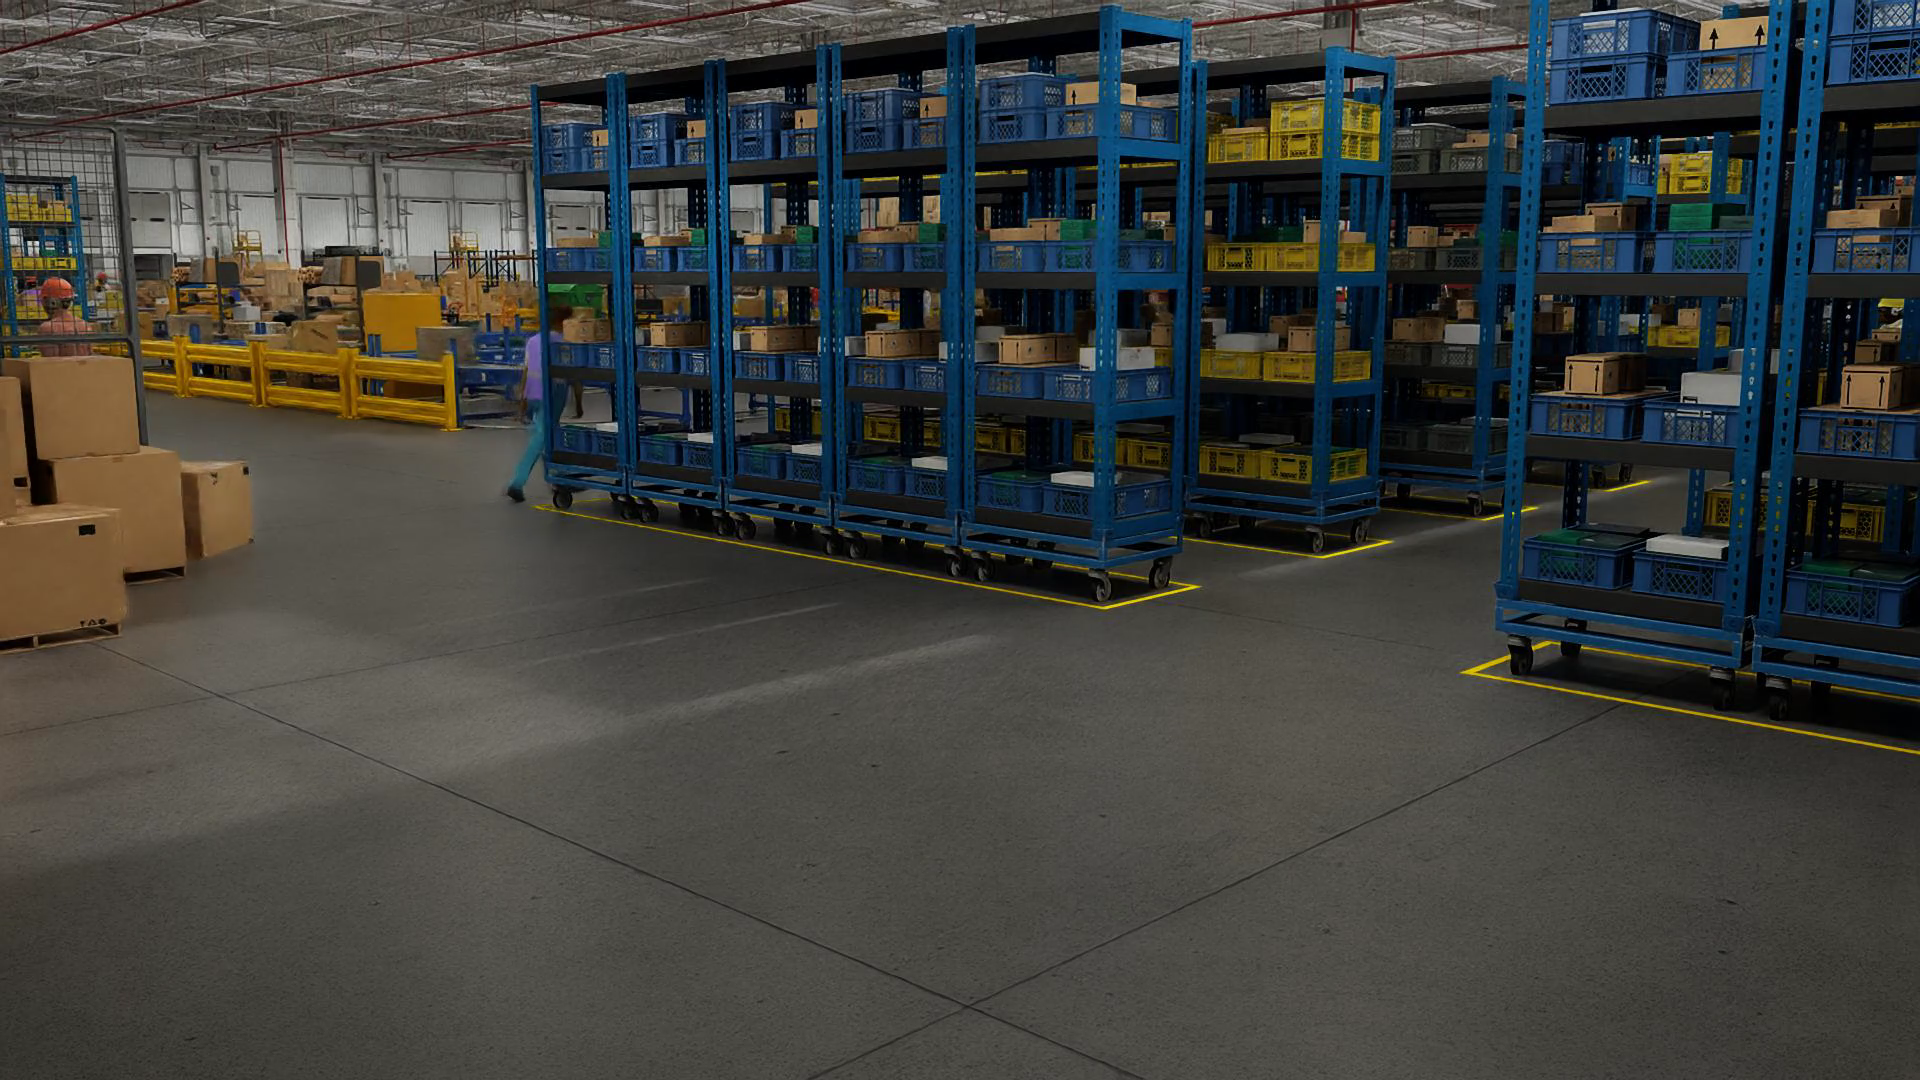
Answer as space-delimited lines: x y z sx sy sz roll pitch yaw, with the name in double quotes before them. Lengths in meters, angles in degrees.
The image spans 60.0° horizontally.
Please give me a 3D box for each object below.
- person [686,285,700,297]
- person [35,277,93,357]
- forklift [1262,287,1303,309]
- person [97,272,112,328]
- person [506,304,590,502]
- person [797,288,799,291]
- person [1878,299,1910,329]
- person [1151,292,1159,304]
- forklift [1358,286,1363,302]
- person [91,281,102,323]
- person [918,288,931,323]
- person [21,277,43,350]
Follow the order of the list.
"person" -7.846 -6.913 49.362 0.649 1.890 0.564 -8 12 -39
"person" -7.786 -1.282 14.503 0.371 1.997 0.622 1 9 8
"forklift" 10.769 -8.203 54.240 1.129 2.768 1.873 8 12 42
"person" -23.600 -6.419 46.064 0.575 1.974 0.636 -5 10 -27
"person" -3.735 -1.229 14.959 0.550 1.763 1.077 6 11 33
"person" -7.438 -11.247 76.739 0.531 1.624 0.493 3 10 19
"person" 9.864 -1.724 17.718 0.404 1.833 0.587 2 9 9
"person" 6.663 -8.015 56.623 0.903 1.712 0.542 2 9 10
"forklift" 11.100 -7.017 46.970 1.873 2.768 1.129 9 13 43
"person" -24.676 -6.592 47.941 0.630 1.718 0.325 -7 12 -36
"person" -0.945 -5.638 41.772 0.403 1.818 0.600 -5 10 -28
"person" -21.091 -5.078 37.948 0.354 1.942 0.545 9 13 44
